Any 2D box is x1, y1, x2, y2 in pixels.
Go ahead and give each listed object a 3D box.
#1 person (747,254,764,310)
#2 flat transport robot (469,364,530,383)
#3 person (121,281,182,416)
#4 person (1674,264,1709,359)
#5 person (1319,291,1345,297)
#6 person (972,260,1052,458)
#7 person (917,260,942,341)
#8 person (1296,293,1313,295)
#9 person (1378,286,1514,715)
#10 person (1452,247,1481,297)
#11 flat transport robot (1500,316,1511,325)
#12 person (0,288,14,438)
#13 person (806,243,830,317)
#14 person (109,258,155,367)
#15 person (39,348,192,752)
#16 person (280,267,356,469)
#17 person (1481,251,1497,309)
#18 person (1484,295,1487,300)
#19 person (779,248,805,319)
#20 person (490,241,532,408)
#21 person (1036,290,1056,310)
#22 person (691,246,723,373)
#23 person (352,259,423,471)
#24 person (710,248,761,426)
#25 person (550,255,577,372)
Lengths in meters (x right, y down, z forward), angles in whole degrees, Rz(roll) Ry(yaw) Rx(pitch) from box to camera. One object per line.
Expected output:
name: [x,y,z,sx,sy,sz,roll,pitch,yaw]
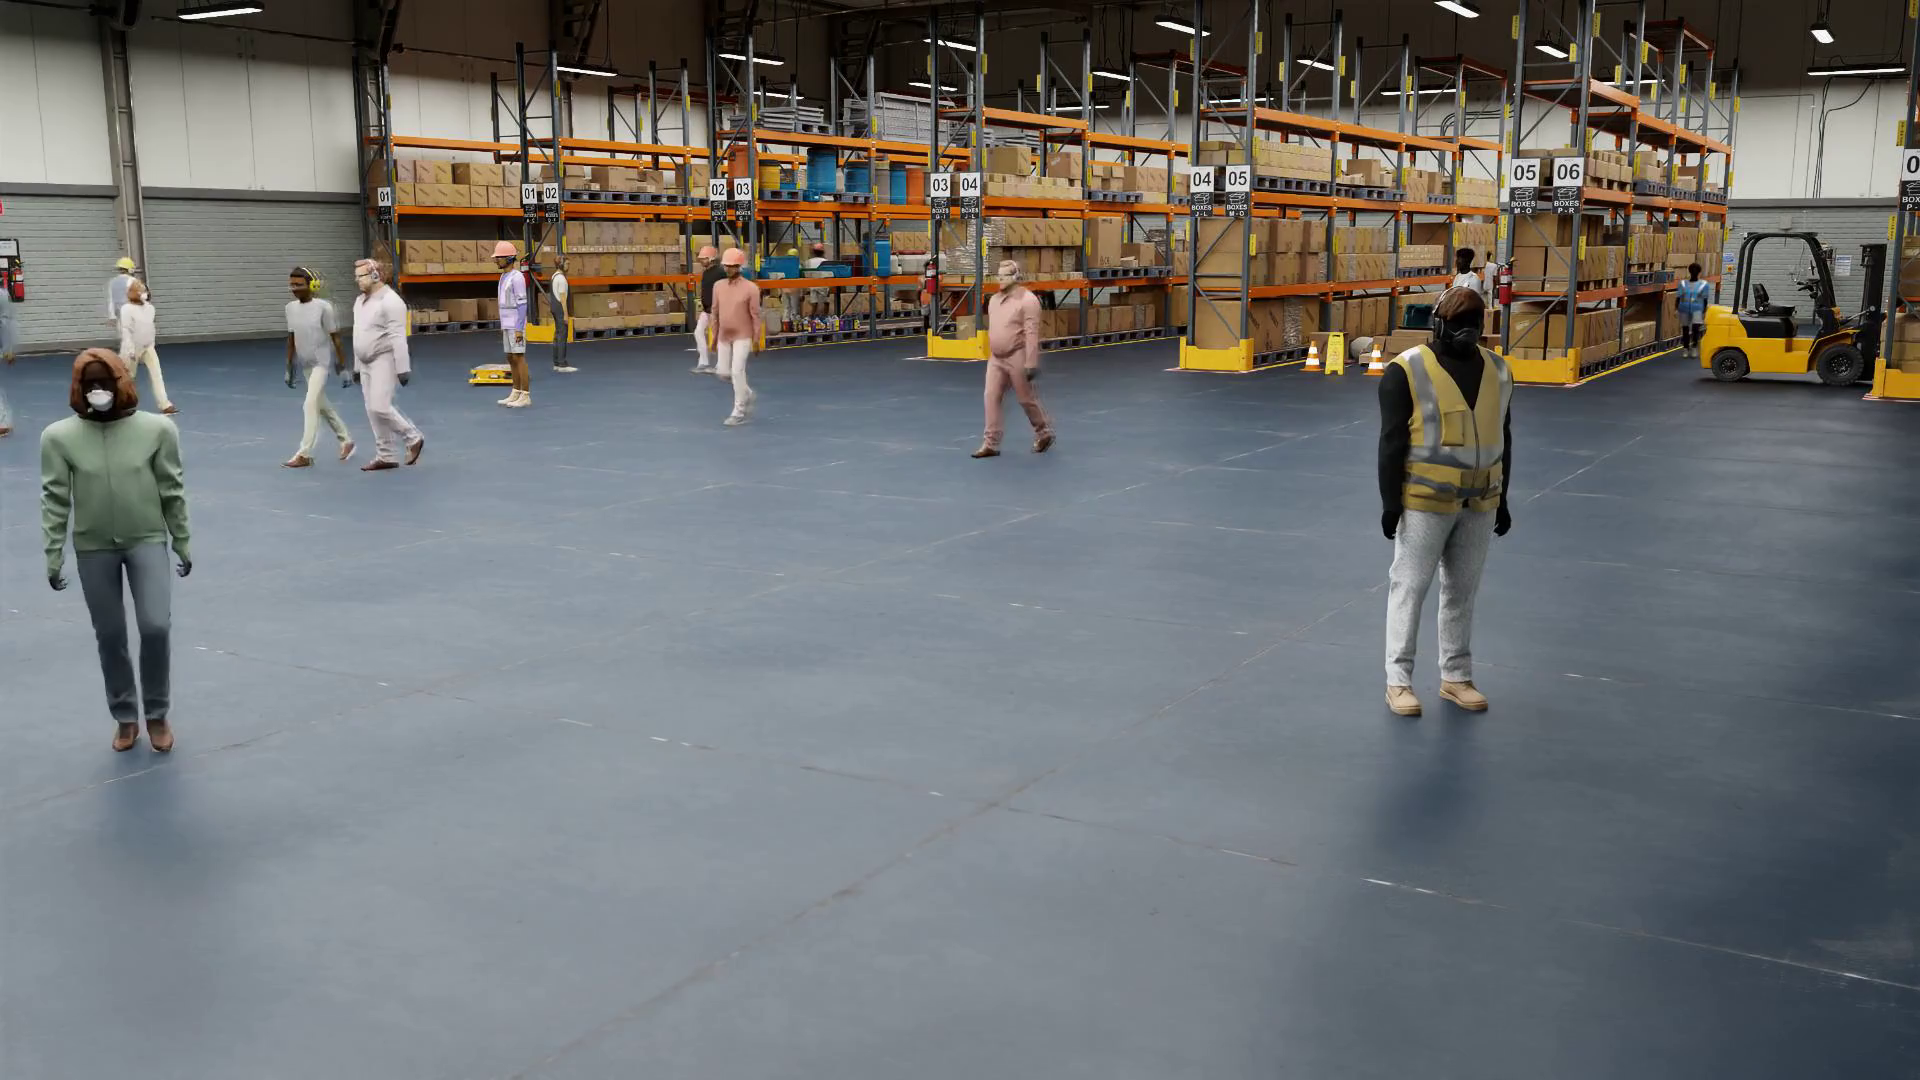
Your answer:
person: [-4.198,-4.978,34.209,0.540,1.828,0.982,6,12,29]
flat transport robot: [-6.706,-2.429,24.253,0.652,0.197,1.431,-1,10,-7]
person: [-9.617,-2.241,19.526,0.872,1.584,0.518,4,11,22]
person: [12.801,-4.001,29.170,0.540,1.663,0.804,6,12,32]
person: [8.398,-5.709,37.666,0.692,2.000,1.006,2,10,11]
person: [0.520,-1.733,15.881,0.651,1.870,0.936,10,14,43]
person: [-0.636,-4.957,34.441,0.531,1.677,0.640,1,10,7]
person: [7.082,-5.110,34.676,0.634,1.916,0.802,6,12,29]
person: [2.101,-0.163,7.163,0.634,1.841,0.429,-3,10,-14]
person: [6.990,-3.081,23.152,0.367,1.967,0.606,-2,10,-13]
flat transport robot: [13.354,-5.388,40.826,0.652,0.197,1.431,3,11,15]
person: [-10.068,-1.939,16.953,0.650,1.896,0.984,2,10,11]
person: [-3.211,-5.793,38.180,0.630,2.014,0.768,4,11,21]
person: [-13.310,-3.642,26.801,0.597,1.780,0.933,4,11,23]
person: [-3.315,0.060,6.547,0.518,1.616,0.512,-4,11,-21]
person: [-5.891,-1.592,15.265,0.536,1.823,0.943,5,11,25]
person: [12.393,-5.894,39.224,0.512,1.860,0.331,2,10,13]
person: [13.127,-6.382,41.931,0.794,1.850,0.613,1,10,7]
person: [-3.697,-5.450,36.563,0.622,1.910,0.441,5,11,25]
person: [-5.544,-2.644,20.490,0.393,2.041,0.613,-7,12,-33]
person: [2.023,-5.815,38.520,0.630,1.940,1.030,10,14,44]
person: [-3.940,-3.555,25.778,0.703,1.970,0.653,-7,12,-33]
person: [-5.164,-1.554,14.822,0.635,1.887,0.465,9,14,42]
person: [-2.475,-2.282,18.653,0.627,1.973,0.638,6,12,30]
person: [-6.265,-3.557,26.162,0.326,1.842,0.517,-5,11,-28]
